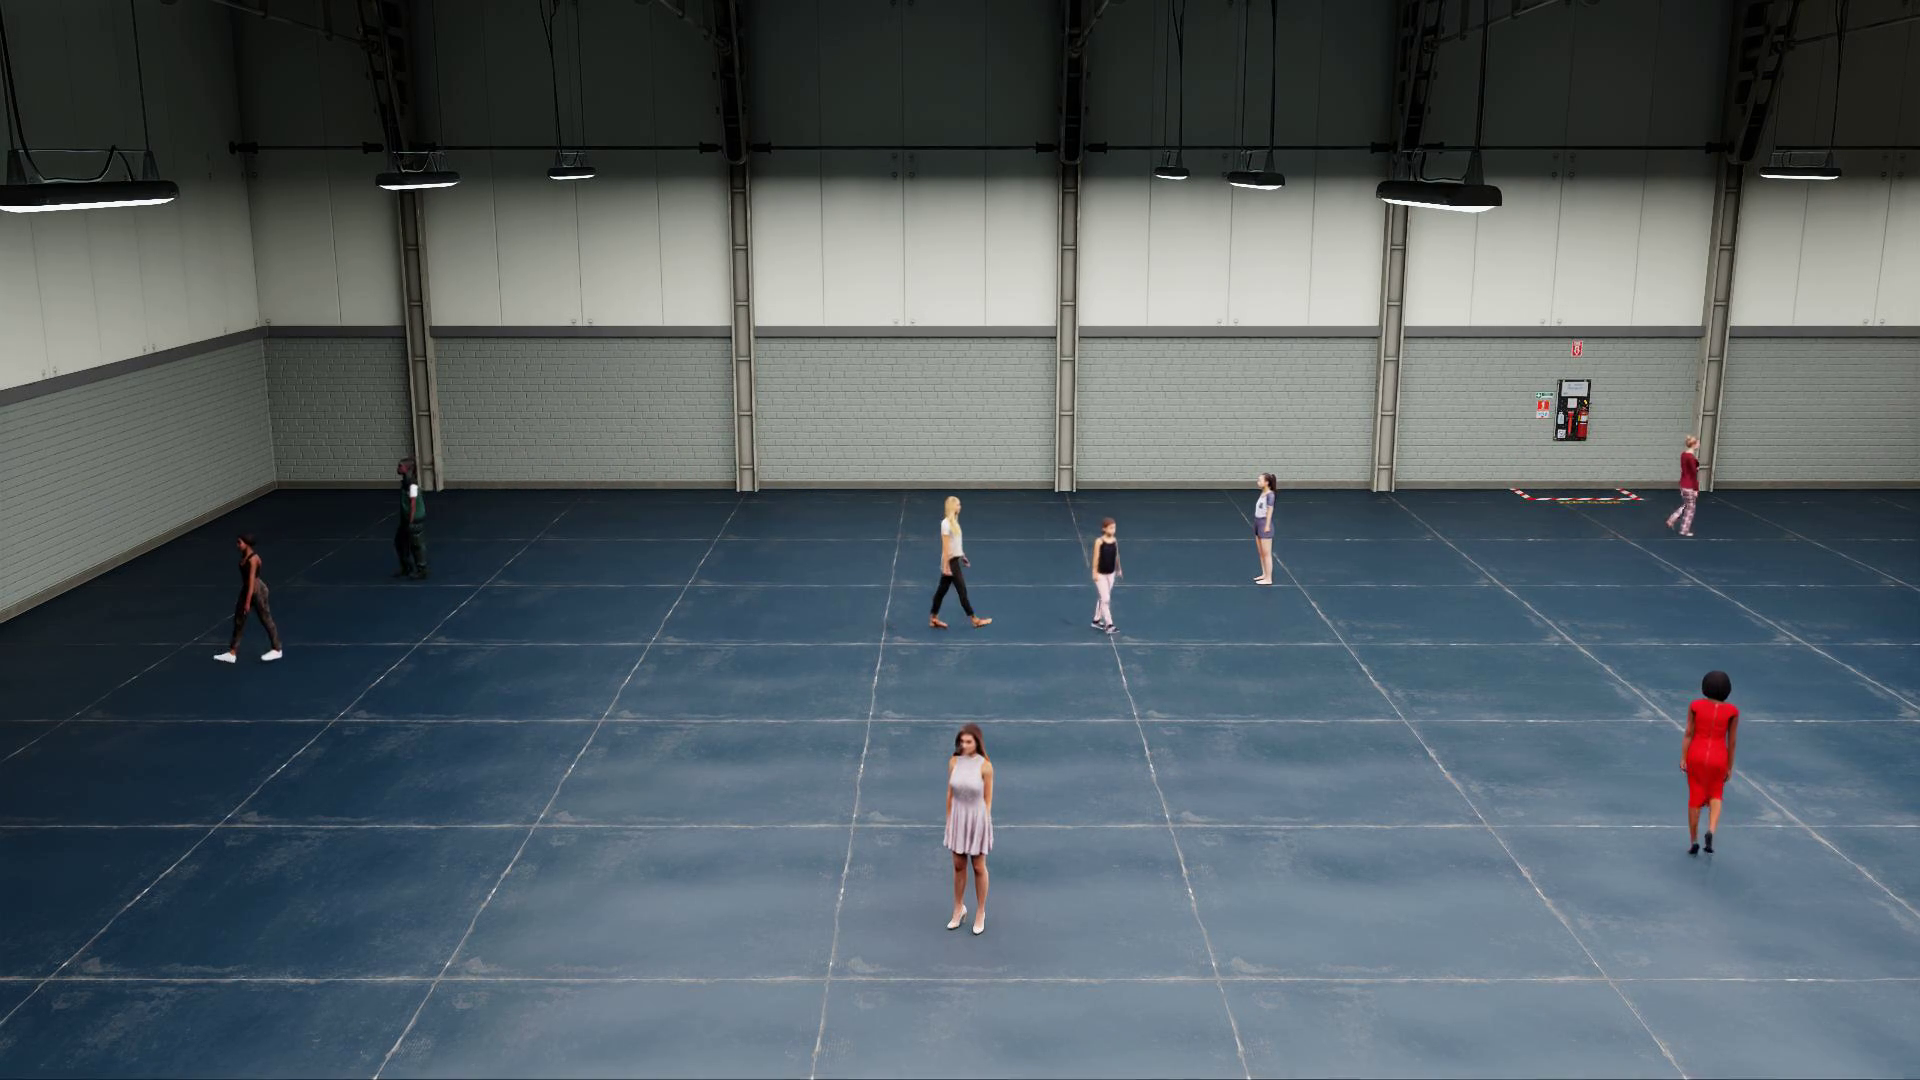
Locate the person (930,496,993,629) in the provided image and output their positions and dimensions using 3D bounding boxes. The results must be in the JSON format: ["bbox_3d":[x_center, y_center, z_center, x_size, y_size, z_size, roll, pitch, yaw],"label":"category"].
[{"bbox_3d":[-0.212,0.325,21.983,1.062,1.790,0.635,1,13,3],"label":"person"}]

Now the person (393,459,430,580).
[{"bbox_3d":[-8.031,-0.308,24.632,0.919,1.828,0.871,-8,15,-30],"label":"person"}]

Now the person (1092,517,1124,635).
[{"bbox_3d":[1.866,0.457,21.972,0.911,1.537,0.899,-9,16,-34],"label":"person"}]

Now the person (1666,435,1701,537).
[{"bbox_3d":[11.940,-0.883,27.435,0.668,1.684,0.622,0,13,0],"label":"person"}]

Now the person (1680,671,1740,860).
[{"bbox_3d":[6.638,2.026,14.767,0.703,1.732,0.751,5,14,19],"label":"person"}]

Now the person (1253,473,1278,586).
[{"bbox_3d":[4.499,-0.171,24.443,0.541,1.646,0.608,-2,13,-7],"label":"person"}]

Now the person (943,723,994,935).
[{"bbox_3d":[0.077,2.316,13.429,0.639,1.770,0.722,6,14,25],"label":"person"}]

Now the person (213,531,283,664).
[{"bbox_3d":[-8.649,0.708,20.605,1.102,1.665,0.991,-10,17,-38],"label":"person"}]
